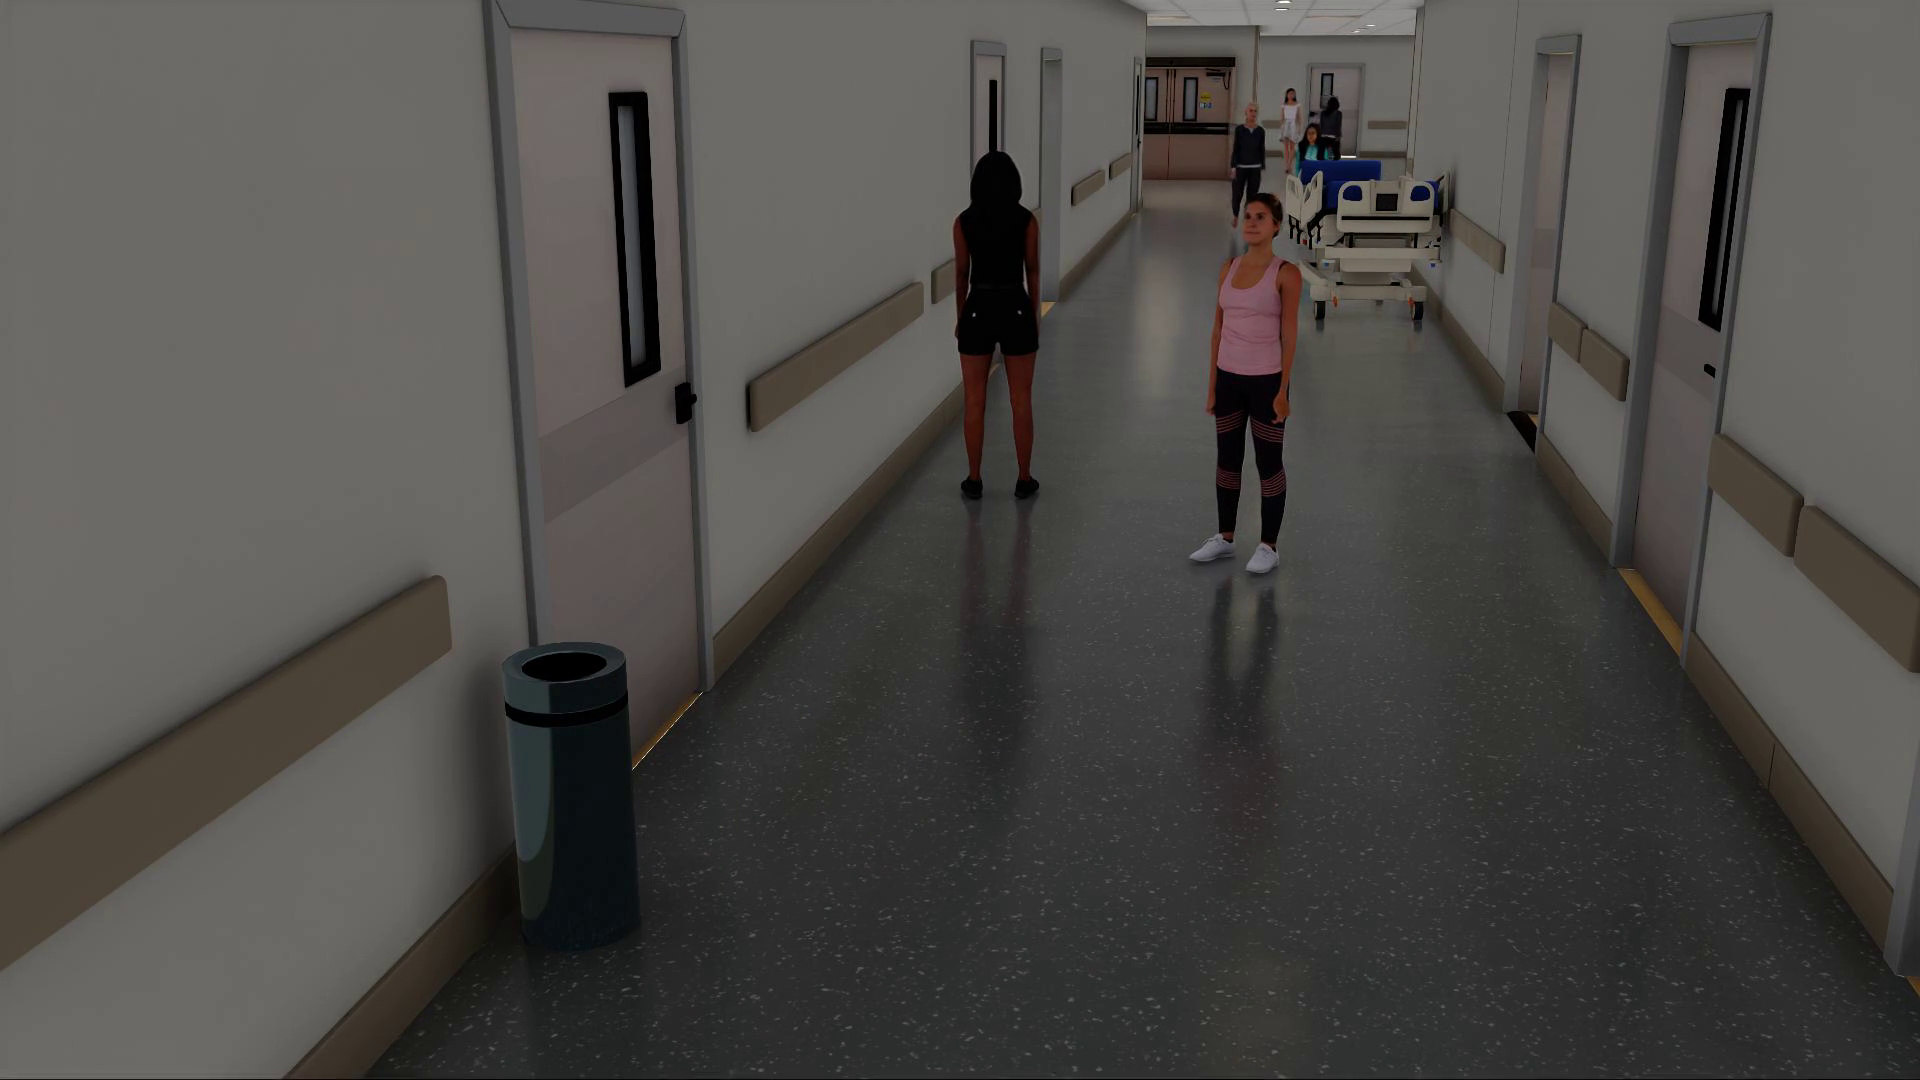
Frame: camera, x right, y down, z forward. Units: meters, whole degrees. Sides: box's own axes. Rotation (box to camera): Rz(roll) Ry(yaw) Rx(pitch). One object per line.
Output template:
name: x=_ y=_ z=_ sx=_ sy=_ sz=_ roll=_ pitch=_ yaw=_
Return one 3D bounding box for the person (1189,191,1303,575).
person: x=1.271 y=-0.682 z=7.217 sx=0.637 sy=1.628 sz=0.723 roll=13 pitch=20 yaw=39

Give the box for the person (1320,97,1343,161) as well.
person: x=7.780 y=-8.499 z=35.086 sx=1.124 sy=1.551 sz=1.030 roll=11 pitch=19 yaw=35

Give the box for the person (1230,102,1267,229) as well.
person: x=3.857 y=-5.009 z=22.404 sx=0.752 sy=1.716 sz=0.762 roll=0 pitch=16 yaw=0

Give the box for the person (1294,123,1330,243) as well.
person: x=4.477 y=-4.525 z=21.114 sx=0.725 sy=1.484 sz=0.703 roll=5 pitch=17 yaw=17

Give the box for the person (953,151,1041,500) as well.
person: x=0.187 y=-1.076 z=8.407 sx=0.505 sy=1.740 sz=0.690 roll=0 pitch=16 yaw=1

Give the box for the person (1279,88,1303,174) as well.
person: x=6.965 y=-8.570 z=35.040 sx=1.142 sy=1.713 sz=0.672 roll=3 pitch=16 yaw=11
